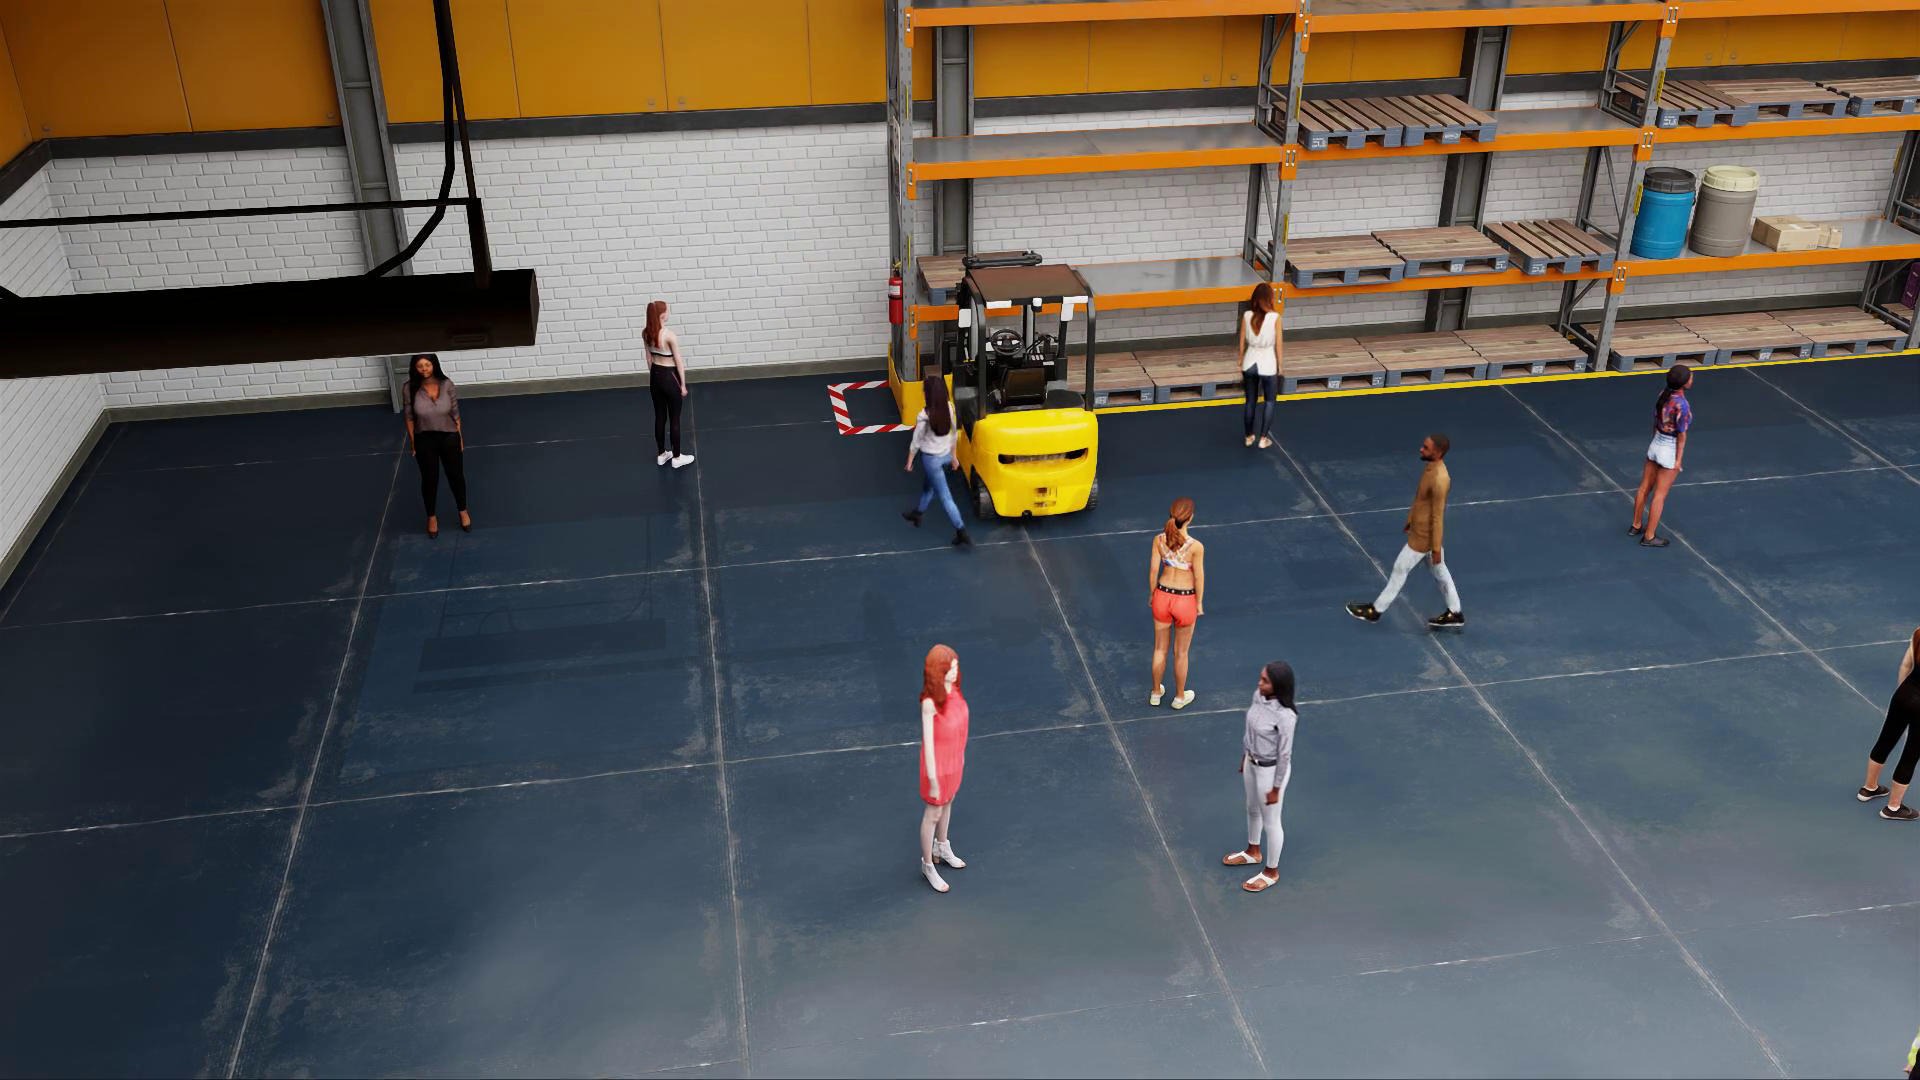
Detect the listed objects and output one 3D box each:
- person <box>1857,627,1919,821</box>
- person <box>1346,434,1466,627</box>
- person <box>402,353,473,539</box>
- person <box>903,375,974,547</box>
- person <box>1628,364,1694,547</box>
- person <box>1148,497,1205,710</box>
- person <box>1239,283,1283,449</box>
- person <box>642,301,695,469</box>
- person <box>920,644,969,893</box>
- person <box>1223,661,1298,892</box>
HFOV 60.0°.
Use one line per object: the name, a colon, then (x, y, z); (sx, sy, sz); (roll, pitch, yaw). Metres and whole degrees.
person: (6.681, 1.152, 11.624); (0.527, 1.725, 0.589); (-7, 29, -13)
person: (3.934, -0.024, 13.737); (1.304, 1.765, 0.942); (4, 29, 8)
person: (-4.807, -0.903, 15.270); (0.619, 1.842, 0.762); (-12, 31, -21)
person: (-0.147, -0.679, 15.127); (1.135, 1.584, 1.115); (21, 35, 33)
person: (6.419, -0.787, 15.161); (0.503, 1.742, 0.582); (-6, 29, -10)
person: (1.647, 0.488, 12.773); (0.655, 1.790, 0.742); (12, 31, 21)
person: (3.017, -1.728, 16.847); (0.717, 1.779, 0.801); (14, 31, 23)
person: (-2.942, -1.557, 16.572); (0.651, 1.742, 0.728); (15, 32, 26)
person: (-0.122, 1.473, 10.929); (0.691, 1.827, 0.674); (13, 31, 22)
person: (2.008, 1.527, 10.937); (0.545, 1.724, 0.617); (-9, 30, -16)
